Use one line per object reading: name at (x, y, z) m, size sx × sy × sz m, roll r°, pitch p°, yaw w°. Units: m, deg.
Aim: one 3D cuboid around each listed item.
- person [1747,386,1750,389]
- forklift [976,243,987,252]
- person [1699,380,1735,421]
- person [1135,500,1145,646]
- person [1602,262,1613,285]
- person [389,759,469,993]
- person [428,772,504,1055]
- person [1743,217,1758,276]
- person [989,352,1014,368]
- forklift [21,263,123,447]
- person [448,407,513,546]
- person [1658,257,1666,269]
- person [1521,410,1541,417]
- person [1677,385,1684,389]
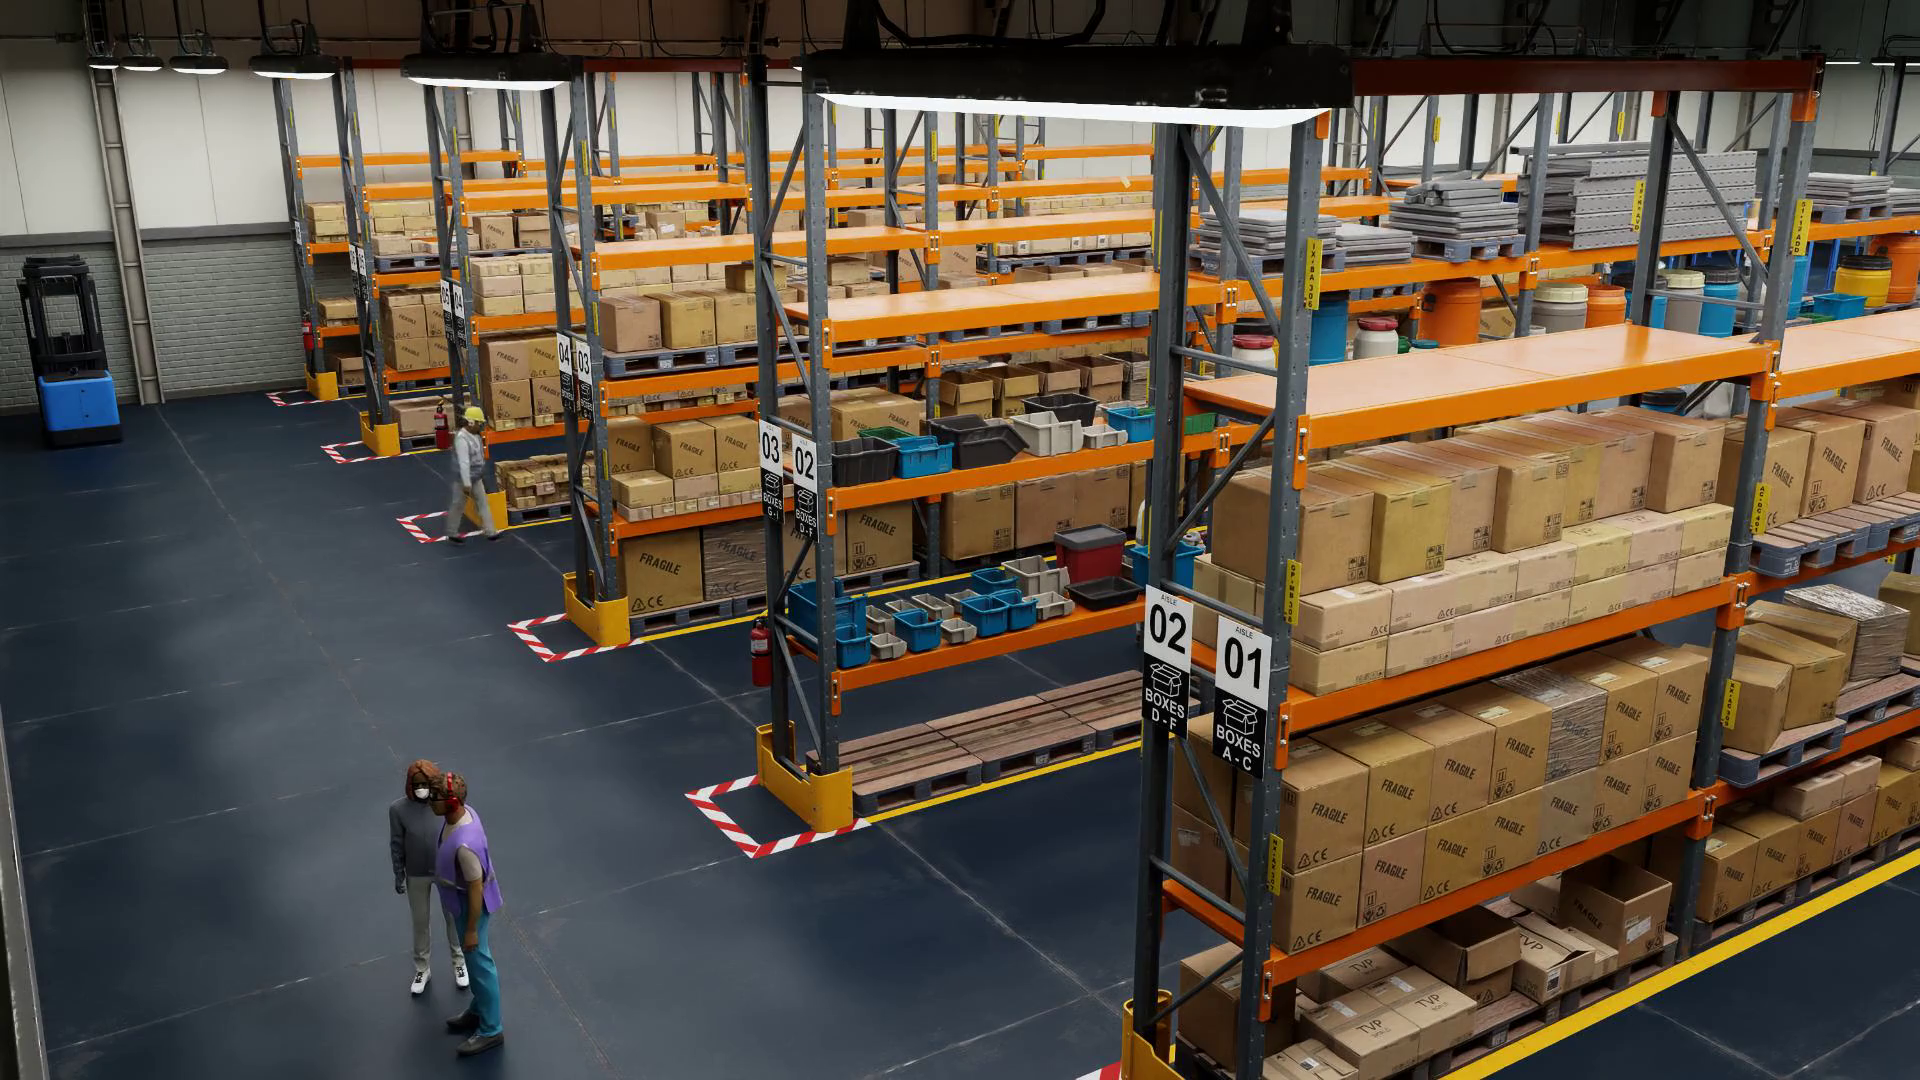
person at (14.954, -3.699, 29.352) m, size 0.394 × 1.892 × 0.712 m, roll -2°, pitch 17°, yaw -7°
forklift at (0.988, -5.474, 34.718) m, size 1.214 × 2.155 × 2.313 m, roll -10°, pitch 20°, yaw -31°
person at (11.219, -1.866, 23.271) m, size 0.564 × 1.921 × 0.664 m, roll -11°, pitch 20°, yaw -32°
person at (2.017, 0.222, 16.389) m, size 0.395 × 1.943 × 0.617 m, roll -1°, pitch 17°, yaw -3°
person at (16.744, -7.248, 40.896) m, size 0.354 × 1.939 × 0.545 m, roll -6°, pitch 18°, yaw -19°
person at (-3.479, 2.204, 10.417) m, size 0.499 × 1.634 × 0.279 m, roll -4°, pitch 17°, yaw -12°
person at (-3.044, 2.285, 9.790) m, size 0.396 × 1.847 × 0.564 m, roll -7°, pitch 18°, yaw -23°
person at (21.258, -7.678, 42.296) m, size 0.552 × 1.942 × 0.343 m, roll -3°, pitch 17°, yaw -10°
person at (0.600, -2.072, 24.094) m, size 0.906 × 1.854 × 0.587 m, roll -12°, pitch 20°, yaw -33°
forklift at (-14.518, -3.079, 25.708) m, size 1.129 × 2.768 × 1.873 m, roll -10°, pitch 20°, yaw -31°
person at (-6.170, -0.795, 20.015) m, size 0.878 × 1.767 × 0.677 m, roll 1°, pitch 17°, yaw 5°
person at (15.746, -5.767, 36.271) m, size 0.827 × 1.810 × 0.431 m, roll 6°, pitch 18°, yaw 18°
person at (8.110, -1.632, 22.709) m, size 1.010 × 1.807 × 0.502 m, roll -11°, pitch 20°, yaw -32°
person at (12.117, -2.968, 26.763) m, size 0.611 × 1.997 × 0.375 m, roll 16°, pitch 23°, yaw 42°
